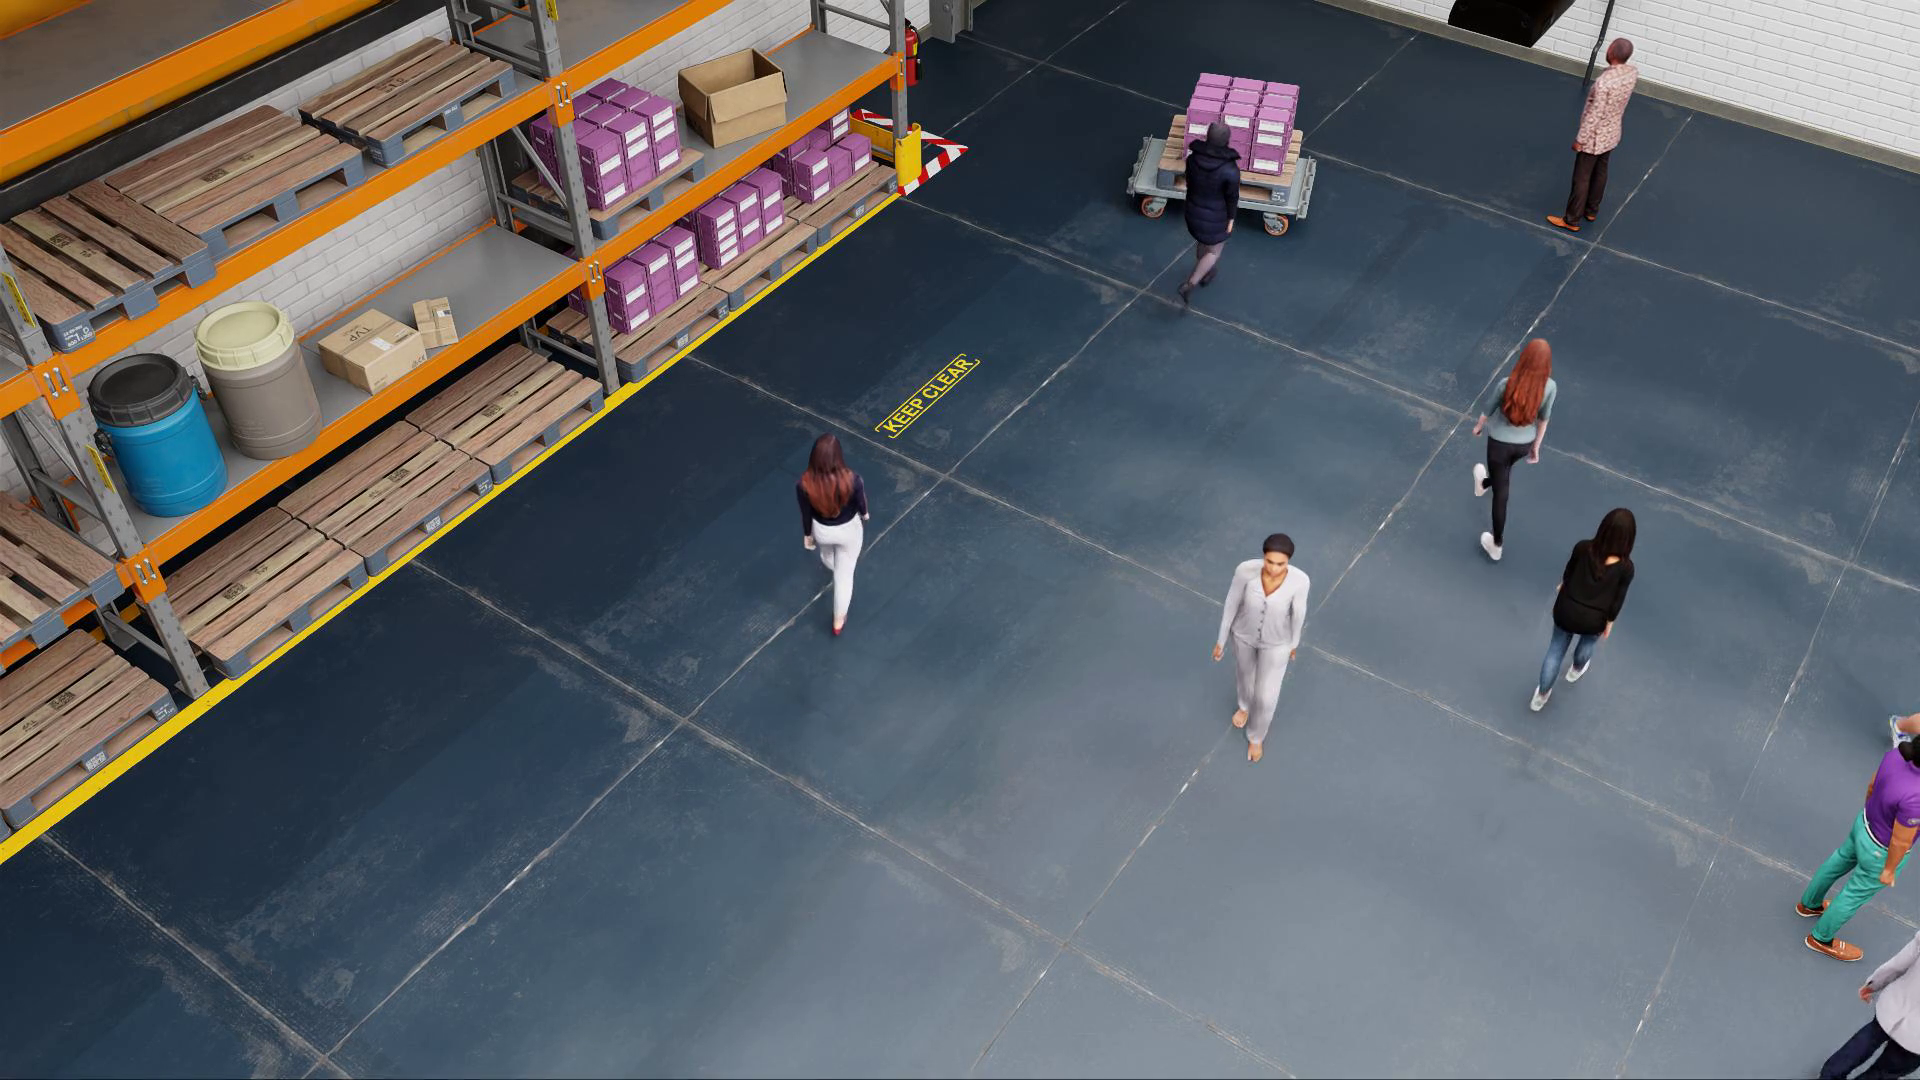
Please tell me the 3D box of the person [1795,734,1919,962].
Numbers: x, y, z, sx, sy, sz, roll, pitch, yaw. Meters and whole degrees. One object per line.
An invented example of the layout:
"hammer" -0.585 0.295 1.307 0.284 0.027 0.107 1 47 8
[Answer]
"person" 5.119 1.671 9.294 0.780 1.767 0.666 5 44 5

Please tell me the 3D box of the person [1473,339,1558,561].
"person" 3.886 -0.591 11.720 1.006 1.696 1.163 -1 44 -1

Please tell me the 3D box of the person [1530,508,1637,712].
"person" 3.957 0.497 10.632 0.583 1.621 0.842 23 48 22

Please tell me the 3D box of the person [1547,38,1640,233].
"person" 5.690 -3.609 14.807 0.642 1.808 0.822 -28 50 -26

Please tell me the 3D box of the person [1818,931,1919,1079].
"person" 4.766 2.471 8.416 0.815 1.819 0.818 -20 47 -20

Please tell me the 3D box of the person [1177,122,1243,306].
"person" 2.068 -2.726 13.990 0.715 1.655 1.002 30 51 28

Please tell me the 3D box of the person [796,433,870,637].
"person" -0.837 -0.005 11.197 0.930 1.568 1.105 2 44 3

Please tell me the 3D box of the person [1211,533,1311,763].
"person" 1.920 0.543 10.514 0.737 1.717 0.831 17 46 17
